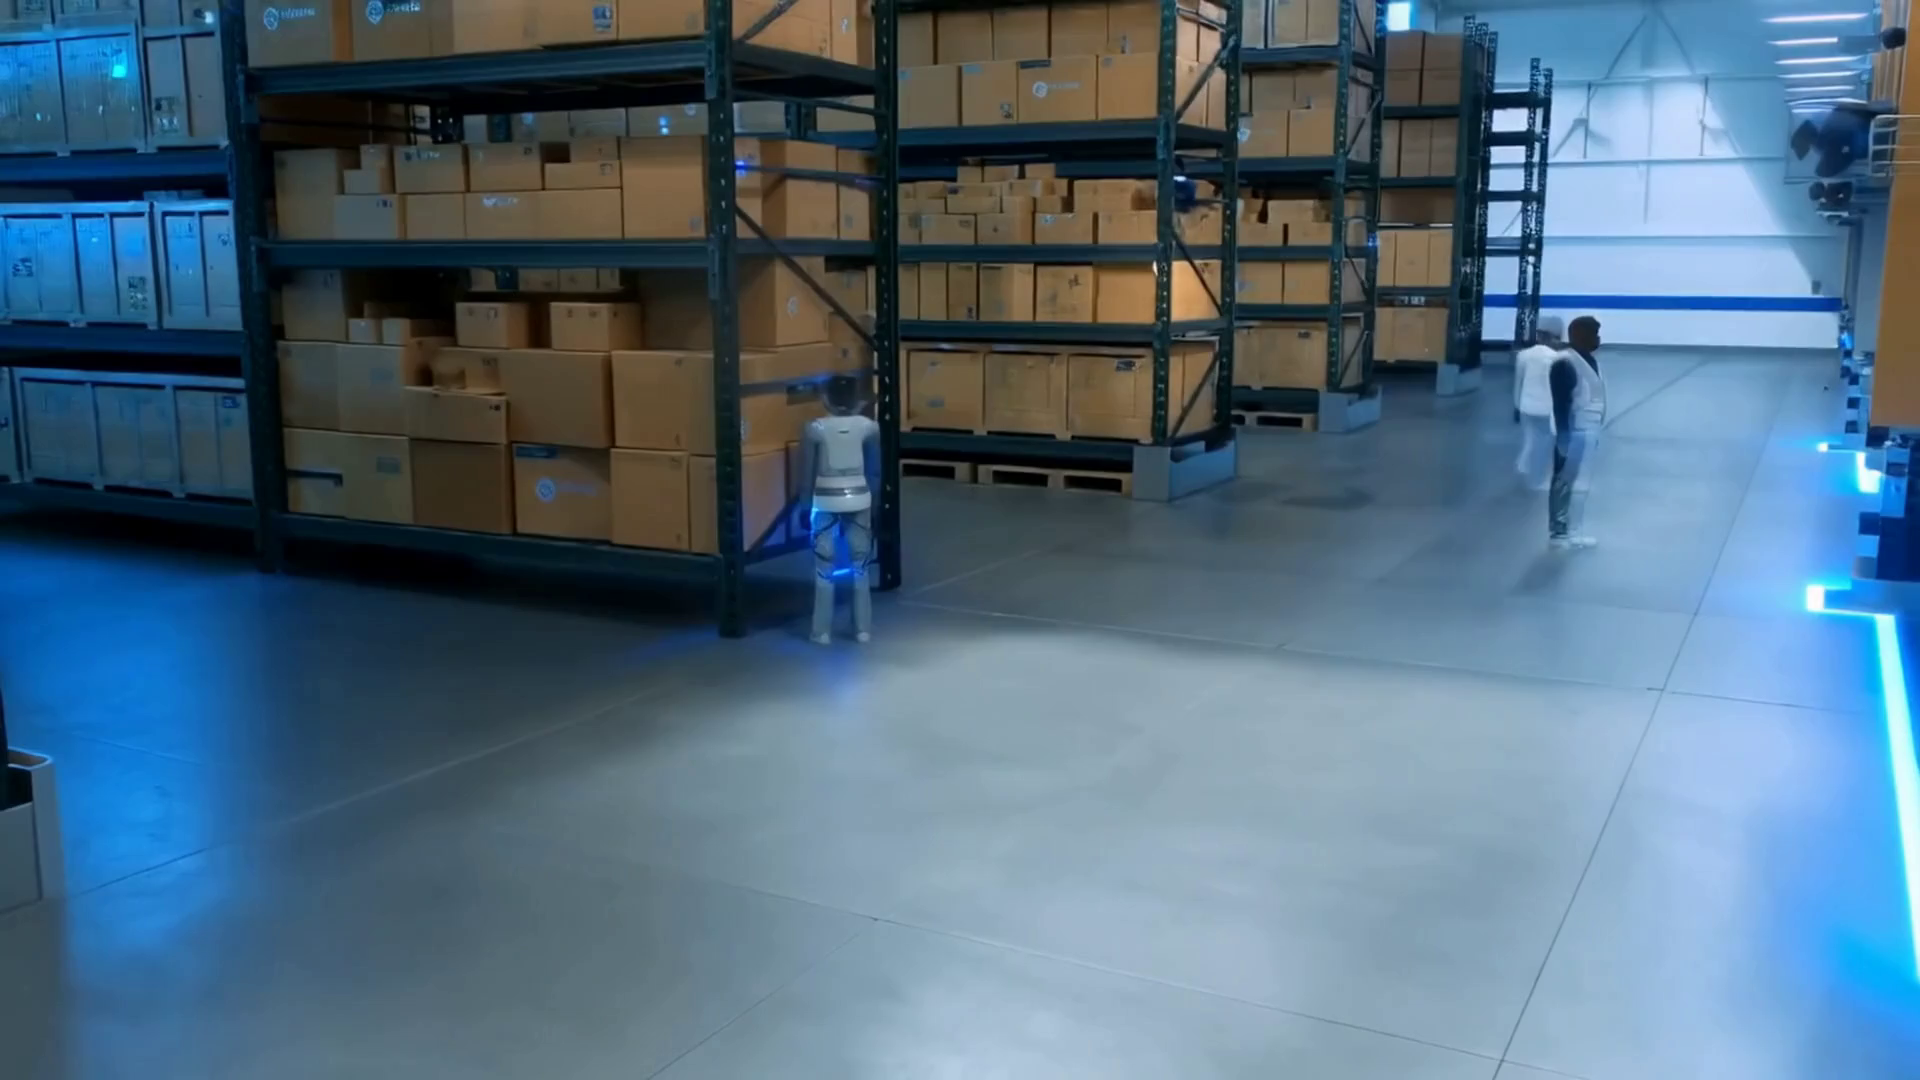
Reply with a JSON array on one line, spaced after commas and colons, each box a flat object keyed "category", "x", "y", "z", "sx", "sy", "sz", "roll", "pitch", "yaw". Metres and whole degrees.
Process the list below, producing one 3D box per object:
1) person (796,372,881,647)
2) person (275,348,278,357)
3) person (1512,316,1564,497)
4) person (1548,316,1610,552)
[{"category": "person", "x": -0.713, "y": -0.174, "z": 9.876, "sx": 0.518, "sy": 1.632, "sz": 0.315, "roll": -4, "pitch": 10, "yaw": -20}, {"category": "person", "x": -8.031, "y": -1.983, "z": 19.458, "sx": 0.375, "sy": 1.935, "sz": 0.551, "roll": -3, "pitch": 10, "yaw": -17}, {"category": "person", "x": 5.585, "y": -1.279, "z": 15.944, "sx": 0.380, "sy": 1.733, "sz": 0.591, "roll": -8, "pitch": 13, "yaw": -39}, {"category": "person", "x": 4.865, "y": -0.835, "z": 13.086, "sx": 0.429, "sy": 1.843, "sz": 0.633, "roll": 9, "pitch": 13, "yaw": 41}]
